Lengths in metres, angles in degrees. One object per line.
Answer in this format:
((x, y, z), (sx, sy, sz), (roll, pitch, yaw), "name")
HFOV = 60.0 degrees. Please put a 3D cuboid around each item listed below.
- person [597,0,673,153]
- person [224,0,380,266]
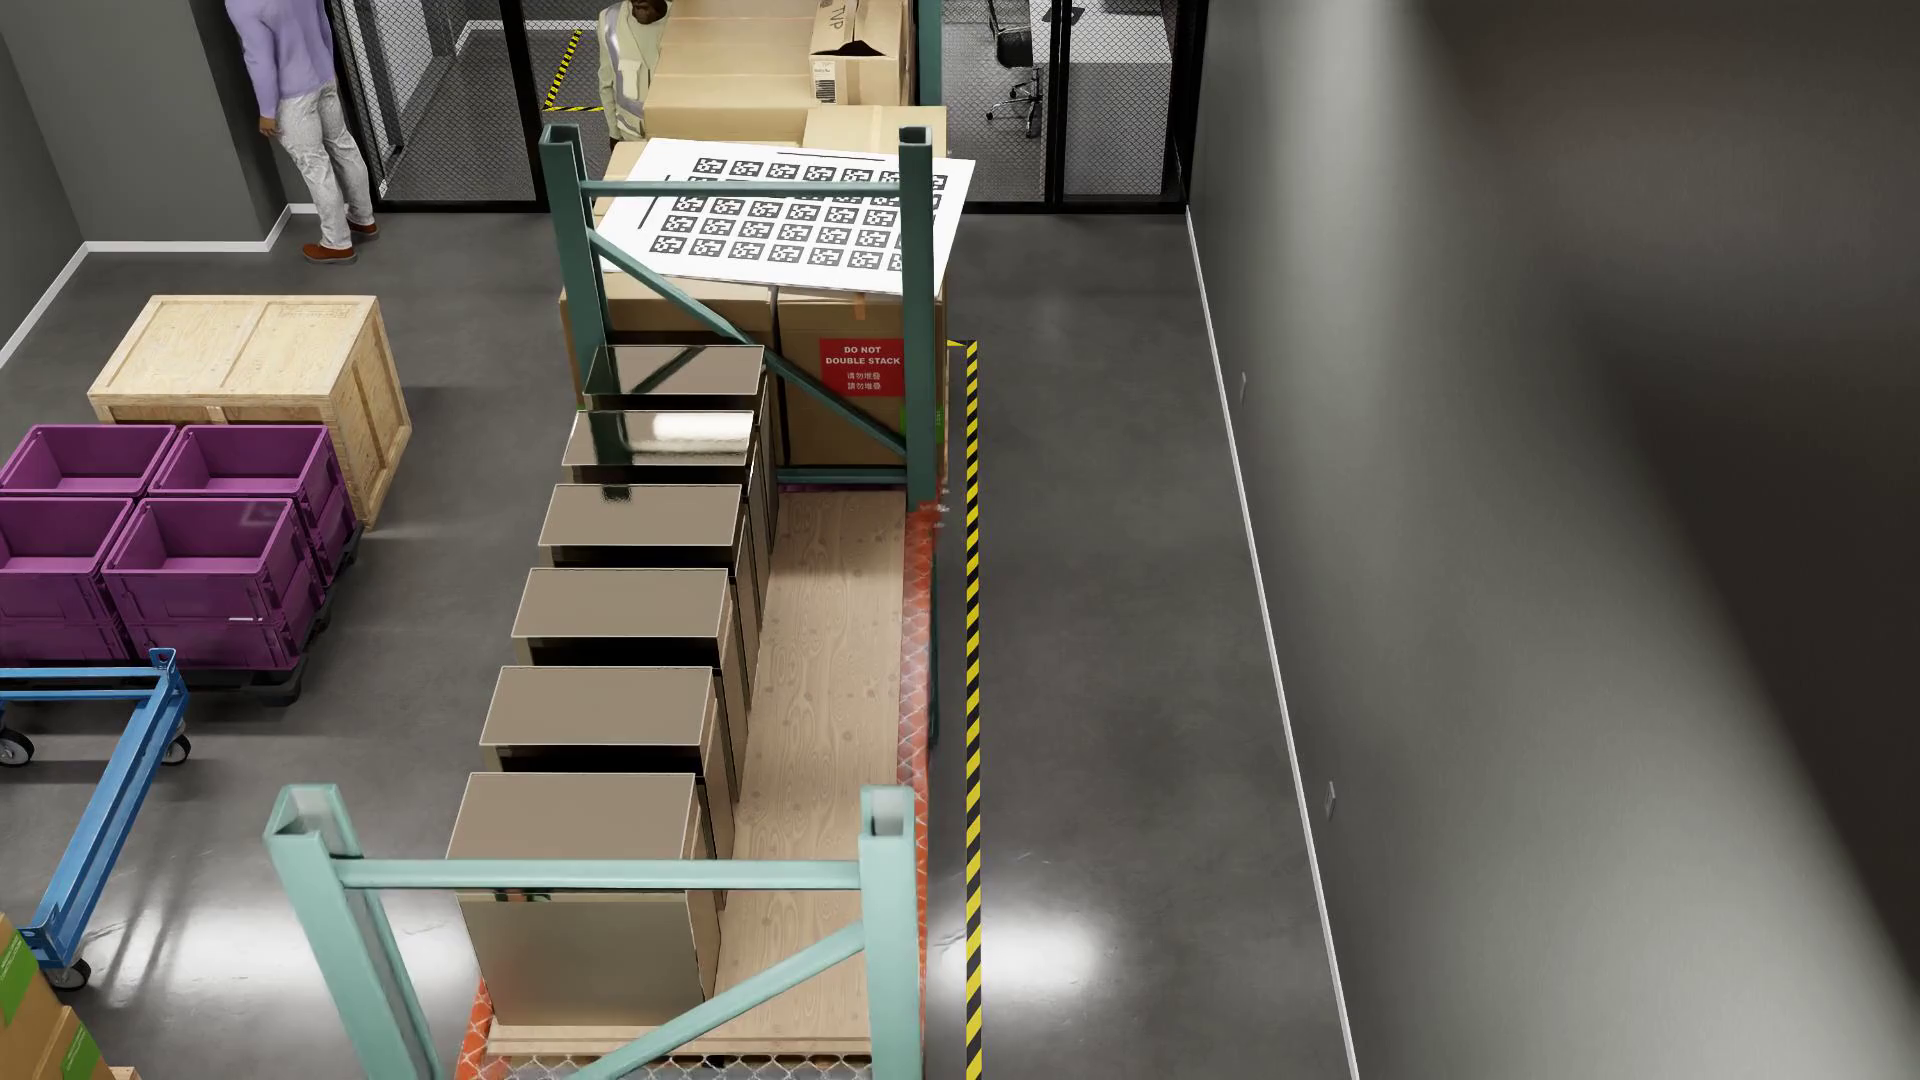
((-1.493, -2.071, 8.332), (0.586, 1.835, 0.403), (1, 41, 1), "person")
((-3.406, -2.328, 8.547), (0.376, 1.940, 0.629), (12, 43, 13), "person")
